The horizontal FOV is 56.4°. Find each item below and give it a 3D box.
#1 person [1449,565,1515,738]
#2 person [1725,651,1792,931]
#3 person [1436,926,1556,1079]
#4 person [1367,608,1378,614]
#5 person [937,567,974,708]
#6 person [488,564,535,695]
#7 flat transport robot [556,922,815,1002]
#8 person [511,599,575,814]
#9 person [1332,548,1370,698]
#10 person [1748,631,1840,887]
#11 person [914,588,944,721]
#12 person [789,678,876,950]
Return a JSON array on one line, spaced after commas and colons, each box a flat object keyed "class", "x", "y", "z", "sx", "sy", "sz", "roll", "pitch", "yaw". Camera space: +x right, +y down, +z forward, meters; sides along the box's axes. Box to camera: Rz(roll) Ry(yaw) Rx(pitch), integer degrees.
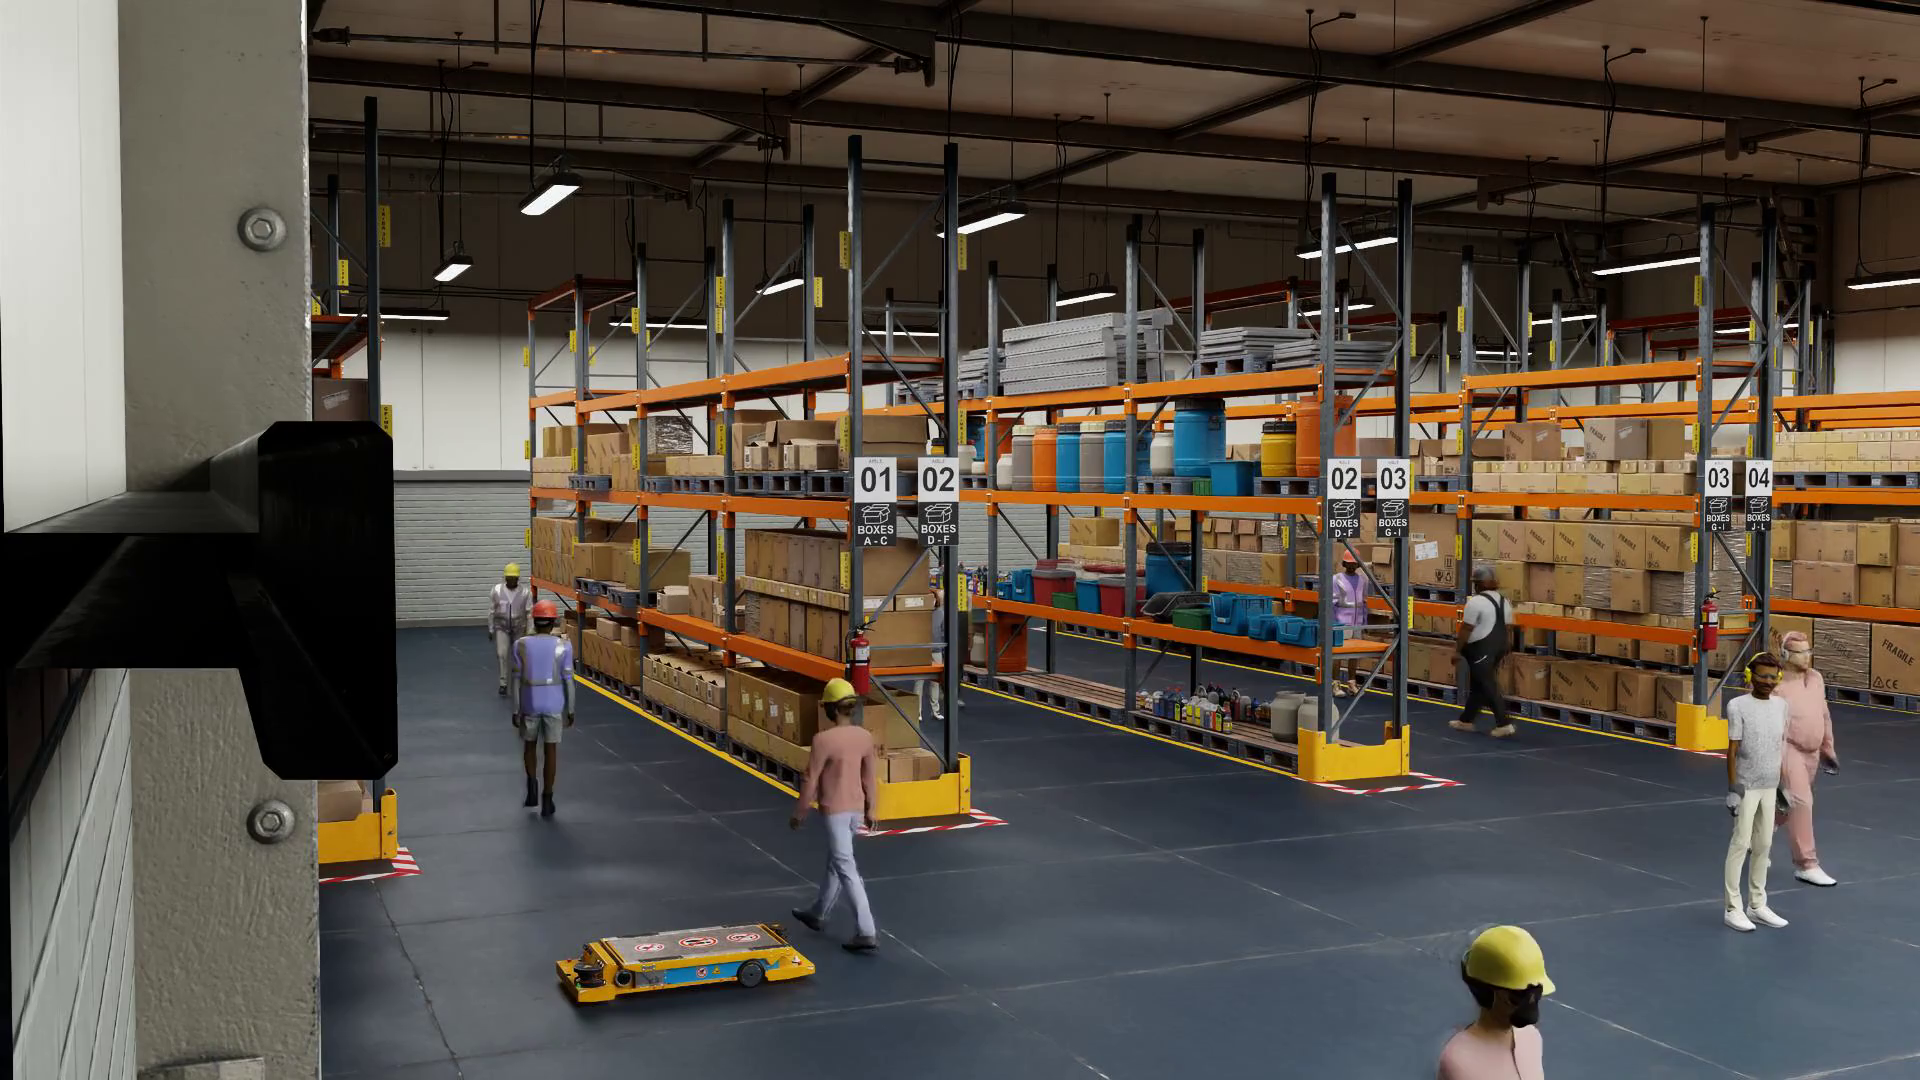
[{"class": "person", "x": 6.112, "y": 1.274, "z": 20.868, "sx": 0.686, "sy": 2.000, "sz": 1.005, "roll": -2, "pitch": 3, "yaw": -40}, {"class": "person", "x": 5.389, "y": 1.681, "z": 12.078, "sx": 0.513, "sy": 1.857, "sz": 0.329, "roll": -1, "pitch": 2, "yaw": -22}, {"class": "person", "x": 1.524, "y": 1.996, "z": 5.355, "sx": 0.533, "sy": 1.748, "sz": 0.710, "roll": -2, "pitch": 3, "yaw": -43}, {"class": "person", "x": 7.027, "y": 0.968, "z": 31.133, "sx": 0.605, "sy": 1.819, "sz": 0.552, "roll": -1, "pitch": 2, "yaw": -13}, {"class": "person", "x": -0.043, "y": 1.260, "z": 23.216, "sx": 0.520, "sy": 1.833, "sz": 0.400, "roll": -1, "pitch": 3, "yaw": -32}, {"class": "person", "x": -6.145, "y": 1.229, "z": 24.552, "sx": 0.621, "sy": 1.795, "sz": 0.844, "roll": -1, "pitch": 2, "yaw": -14}, {"class": "flat transport robot", "x": -1.658, "y": 2.531, "z": 10.816, "sx": 1.431, "sy": 0.197, "sz": 0.652, "roll": -1, "pitch": 2, "yaw": -23}, {"class": "person", "x": -3.749, "y": 1.493, "z": 16.143, "sx": 0.564, "sy": 1.915, "sz": 0.446, "roll": 0, "pitch": 2, "yaw": -6}, {"class": "person", "x": 5.309, "y": 1.122, "z": 24.341, "sx": 0.609, "sy": 2.036, "sz": 0.402, "roll": -1, "pitch": 2, "yaw": -22}, {"class": "person", "x": 6.308, "y": 1.616, "z": 13.639, "sx": 0.643, "sy": 1.871, "sz": 0.910, "roll": -1, "pitch": 3, "yaw": -29}, {"class": "person", "x": -0.373, "y": 1.406, "z": 22.091, "sx": 0.501, "sy": 1.632, "sz": 0.280, "roll": -1, "pitch": 2, "yaw": -22}, {"class": "person", "x": -0.826, "y": 1.765, "z": 11.660, "sx": 0.874, "sy": 1.722, "sz": 0.534, "roll": 2, "pitch": 3, "yaw": 36}]
